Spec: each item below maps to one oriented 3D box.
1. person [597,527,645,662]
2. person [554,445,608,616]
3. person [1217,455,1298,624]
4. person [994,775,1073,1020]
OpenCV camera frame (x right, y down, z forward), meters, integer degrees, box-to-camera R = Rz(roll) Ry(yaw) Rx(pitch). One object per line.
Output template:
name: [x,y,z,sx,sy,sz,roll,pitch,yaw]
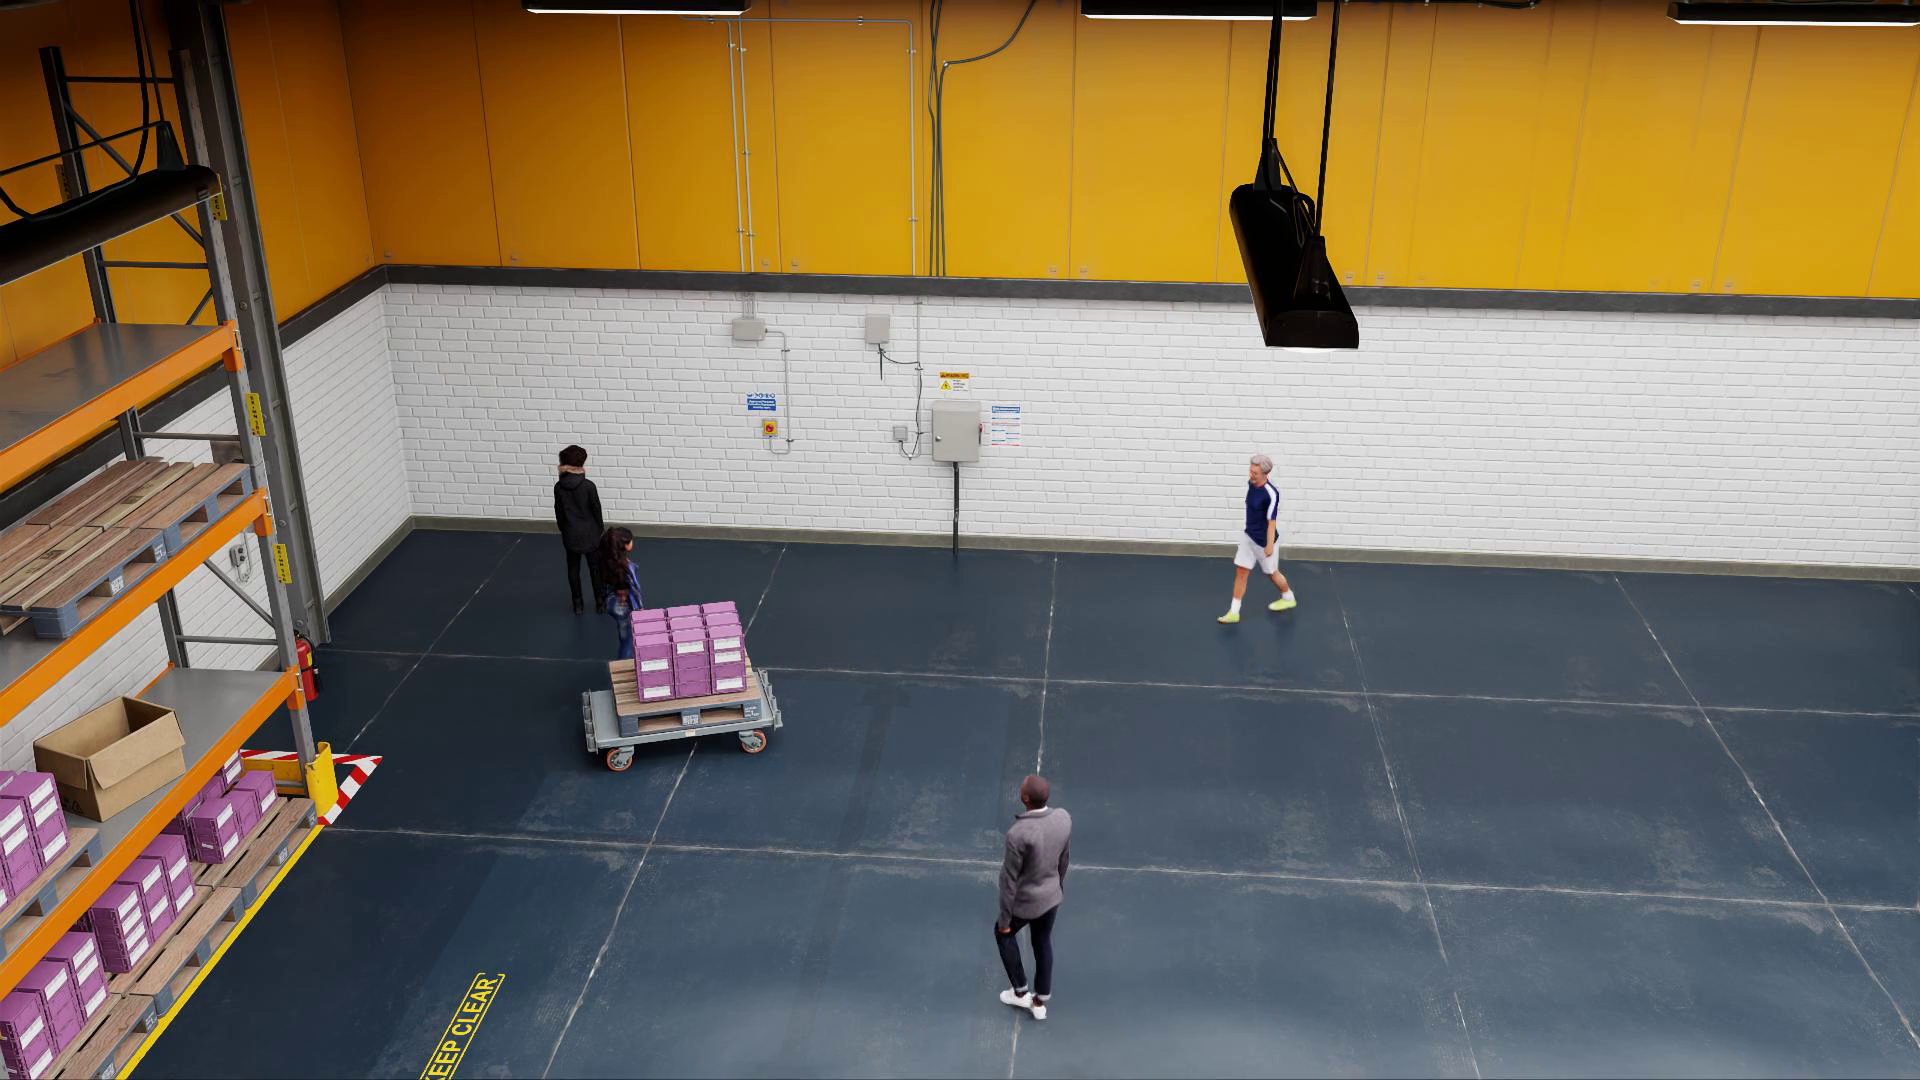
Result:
person: [-3.121,0.656,15.084,0.784,1.615,0.720,-18,29,-35]
person: [-3.778,-0.091,16.592,0.619,1.777,0.600,1,24,2]
person: [3.035,-0.024,16.430,1.104,1.784,1.190,-8,25,-18]
person: [0.527,2.391,10.875,0.867,1.807,0.890,-14,27,-29]
